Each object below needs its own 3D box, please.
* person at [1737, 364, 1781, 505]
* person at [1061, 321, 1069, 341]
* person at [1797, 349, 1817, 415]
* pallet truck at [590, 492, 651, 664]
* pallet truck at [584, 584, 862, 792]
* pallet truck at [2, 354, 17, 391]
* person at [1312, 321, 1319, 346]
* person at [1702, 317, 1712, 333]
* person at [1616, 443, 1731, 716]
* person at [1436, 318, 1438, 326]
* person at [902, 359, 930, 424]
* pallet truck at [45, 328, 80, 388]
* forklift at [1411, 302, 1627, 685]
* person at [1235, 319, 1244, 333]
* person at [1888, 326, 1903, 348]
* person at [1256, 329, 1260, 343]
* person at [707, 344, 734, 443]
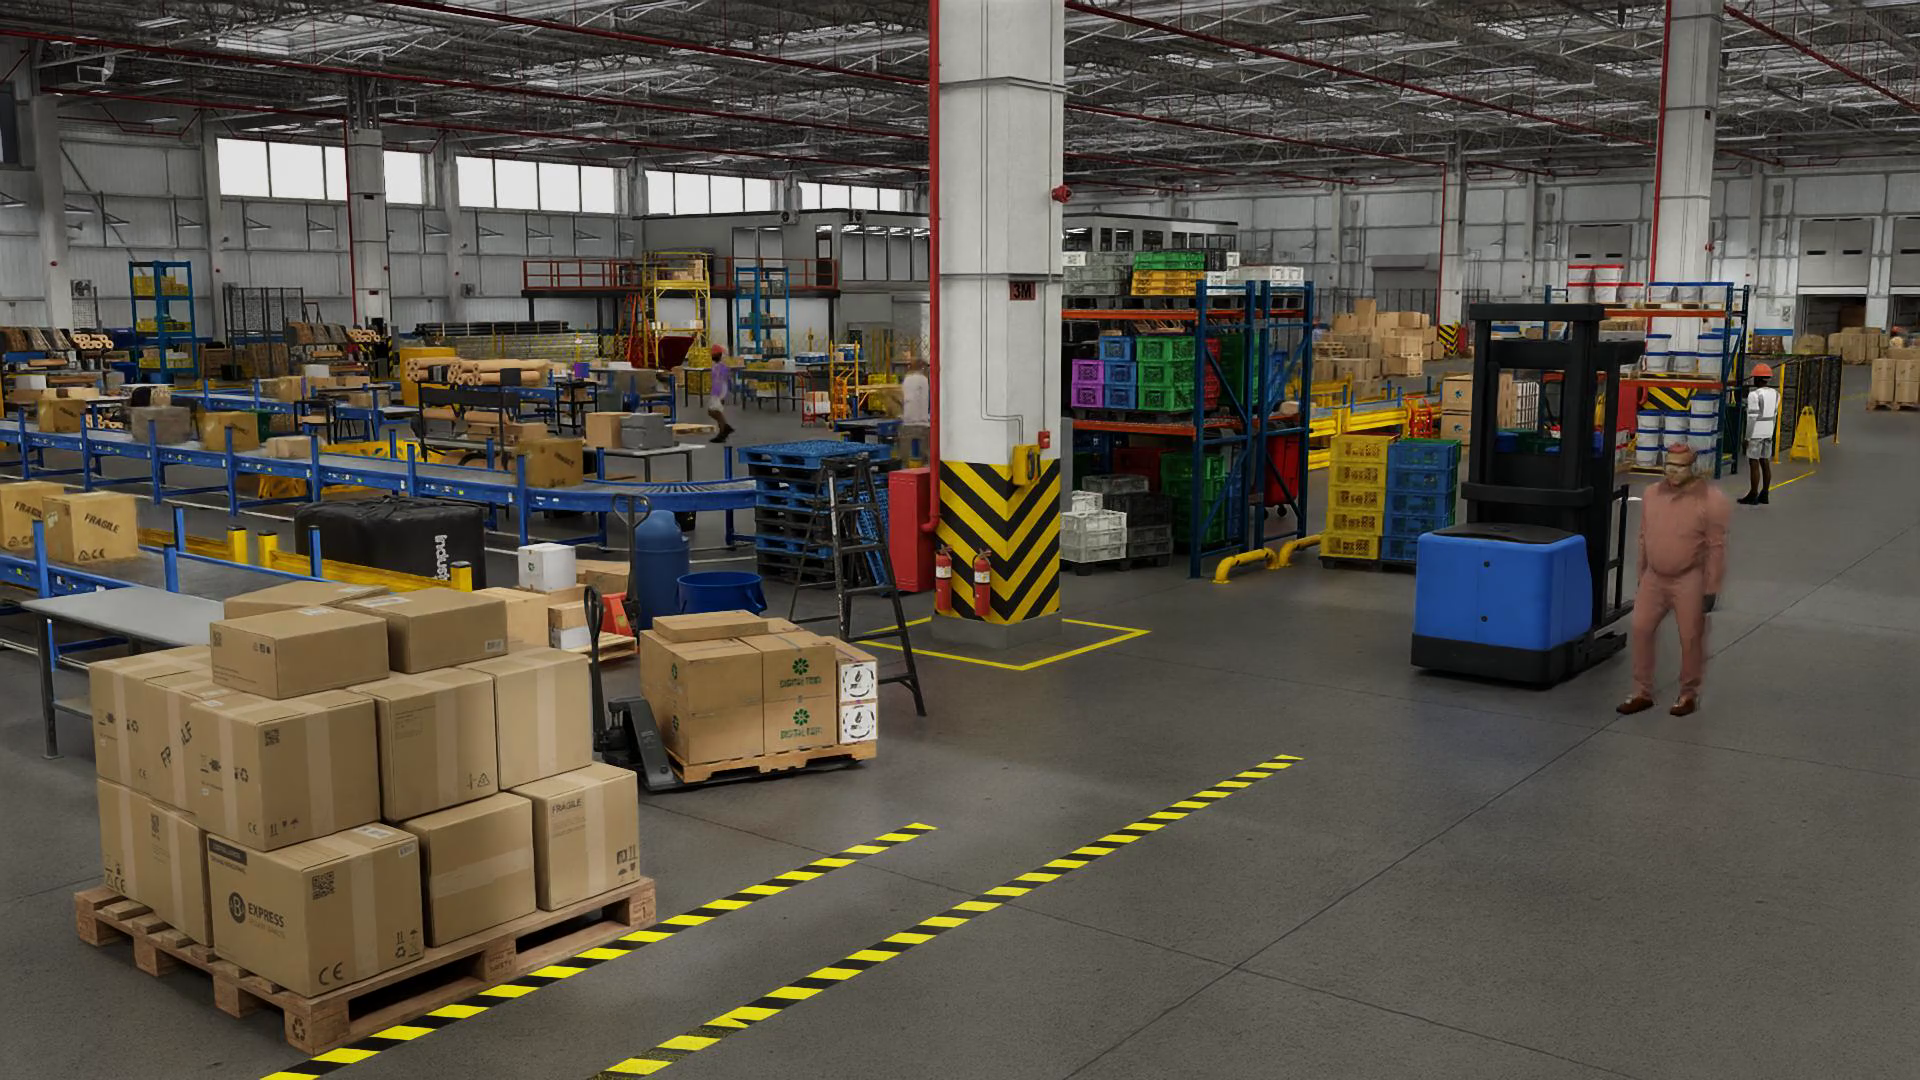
[{"bbox_3d":[10.942,-1.445,22.800,0.543,1.938,0.356,-4,10,-28],"label":"person"},{"bbox_3d":[3.925,-7.457,63.492,0.647,1.901,0.586,-2,9,-11],"label":"person"},{"bbox_3d":[17.421,-3.049,34.232,0.369,1.741,0.544,-2,9,-13],"label":"person"},{"bbox_3d":[-3.115,0.344,12.883,0.653,1.274,1.630,7,11,37],"label":"pallet truck"},{"bbox_3d":[-1.426,0.805,10.019,1.601,1.201,0.680,-4,9,-26],"label":"pallet truck"},{"bbox_3d":[-24.881,-4.417,42.634,1.885,1.965,0.823,8,11,41],"label":"pallet truck"},{"bbox_3d":[12.922,-7.176,61.539,0.815,1.907,0.555,-4,10,-28],"label":"person"},{"bbox_3d":[31.818,-8.641,71.129,0.613,1.991,0.392,5,10,29],"label":"person"},{"bbox_3d":[4.833,0.284,11.302,0.731,1.880,0.668,-7,11,-38],"label":"person"},{"bbox_3d":[22.217,-9.455,76.860,0.468,1.918,0.641,-5,10,-30],"label":"person"},{"bbox_3d":[-0.595,-1.949,26.533,0.997,1.836,0.711,-7,11,-39],"label":"person"},{"bbox_3d":[-23.775,-4.544,43.495,1.885,1.965,0.823,6,10,35],"label":"pallet truck"},{"bbox_3d":[4.379,-0.438,12.852,1.129,2.768,1.873,7,11,37],"label":"forklift"},{"bbox_3d":[14.798,-11.124,88.513,0.950,1.791,0.645,4,9,23],"label":"person"},{"bbox_3d":[27.758,-5.404,49.567,0.554,1.914,0.665,-3,9,-20],"label":"person"},{"bbox_3d":[12.404,-8.163,68.403,0.514,1.842,0.327,2,9,14],"label":"person"},{"bbox_3d":[-4.668,-2.839,32.261,0.466,1.918,0.563,-6,10,-33],"label":"person"}]
